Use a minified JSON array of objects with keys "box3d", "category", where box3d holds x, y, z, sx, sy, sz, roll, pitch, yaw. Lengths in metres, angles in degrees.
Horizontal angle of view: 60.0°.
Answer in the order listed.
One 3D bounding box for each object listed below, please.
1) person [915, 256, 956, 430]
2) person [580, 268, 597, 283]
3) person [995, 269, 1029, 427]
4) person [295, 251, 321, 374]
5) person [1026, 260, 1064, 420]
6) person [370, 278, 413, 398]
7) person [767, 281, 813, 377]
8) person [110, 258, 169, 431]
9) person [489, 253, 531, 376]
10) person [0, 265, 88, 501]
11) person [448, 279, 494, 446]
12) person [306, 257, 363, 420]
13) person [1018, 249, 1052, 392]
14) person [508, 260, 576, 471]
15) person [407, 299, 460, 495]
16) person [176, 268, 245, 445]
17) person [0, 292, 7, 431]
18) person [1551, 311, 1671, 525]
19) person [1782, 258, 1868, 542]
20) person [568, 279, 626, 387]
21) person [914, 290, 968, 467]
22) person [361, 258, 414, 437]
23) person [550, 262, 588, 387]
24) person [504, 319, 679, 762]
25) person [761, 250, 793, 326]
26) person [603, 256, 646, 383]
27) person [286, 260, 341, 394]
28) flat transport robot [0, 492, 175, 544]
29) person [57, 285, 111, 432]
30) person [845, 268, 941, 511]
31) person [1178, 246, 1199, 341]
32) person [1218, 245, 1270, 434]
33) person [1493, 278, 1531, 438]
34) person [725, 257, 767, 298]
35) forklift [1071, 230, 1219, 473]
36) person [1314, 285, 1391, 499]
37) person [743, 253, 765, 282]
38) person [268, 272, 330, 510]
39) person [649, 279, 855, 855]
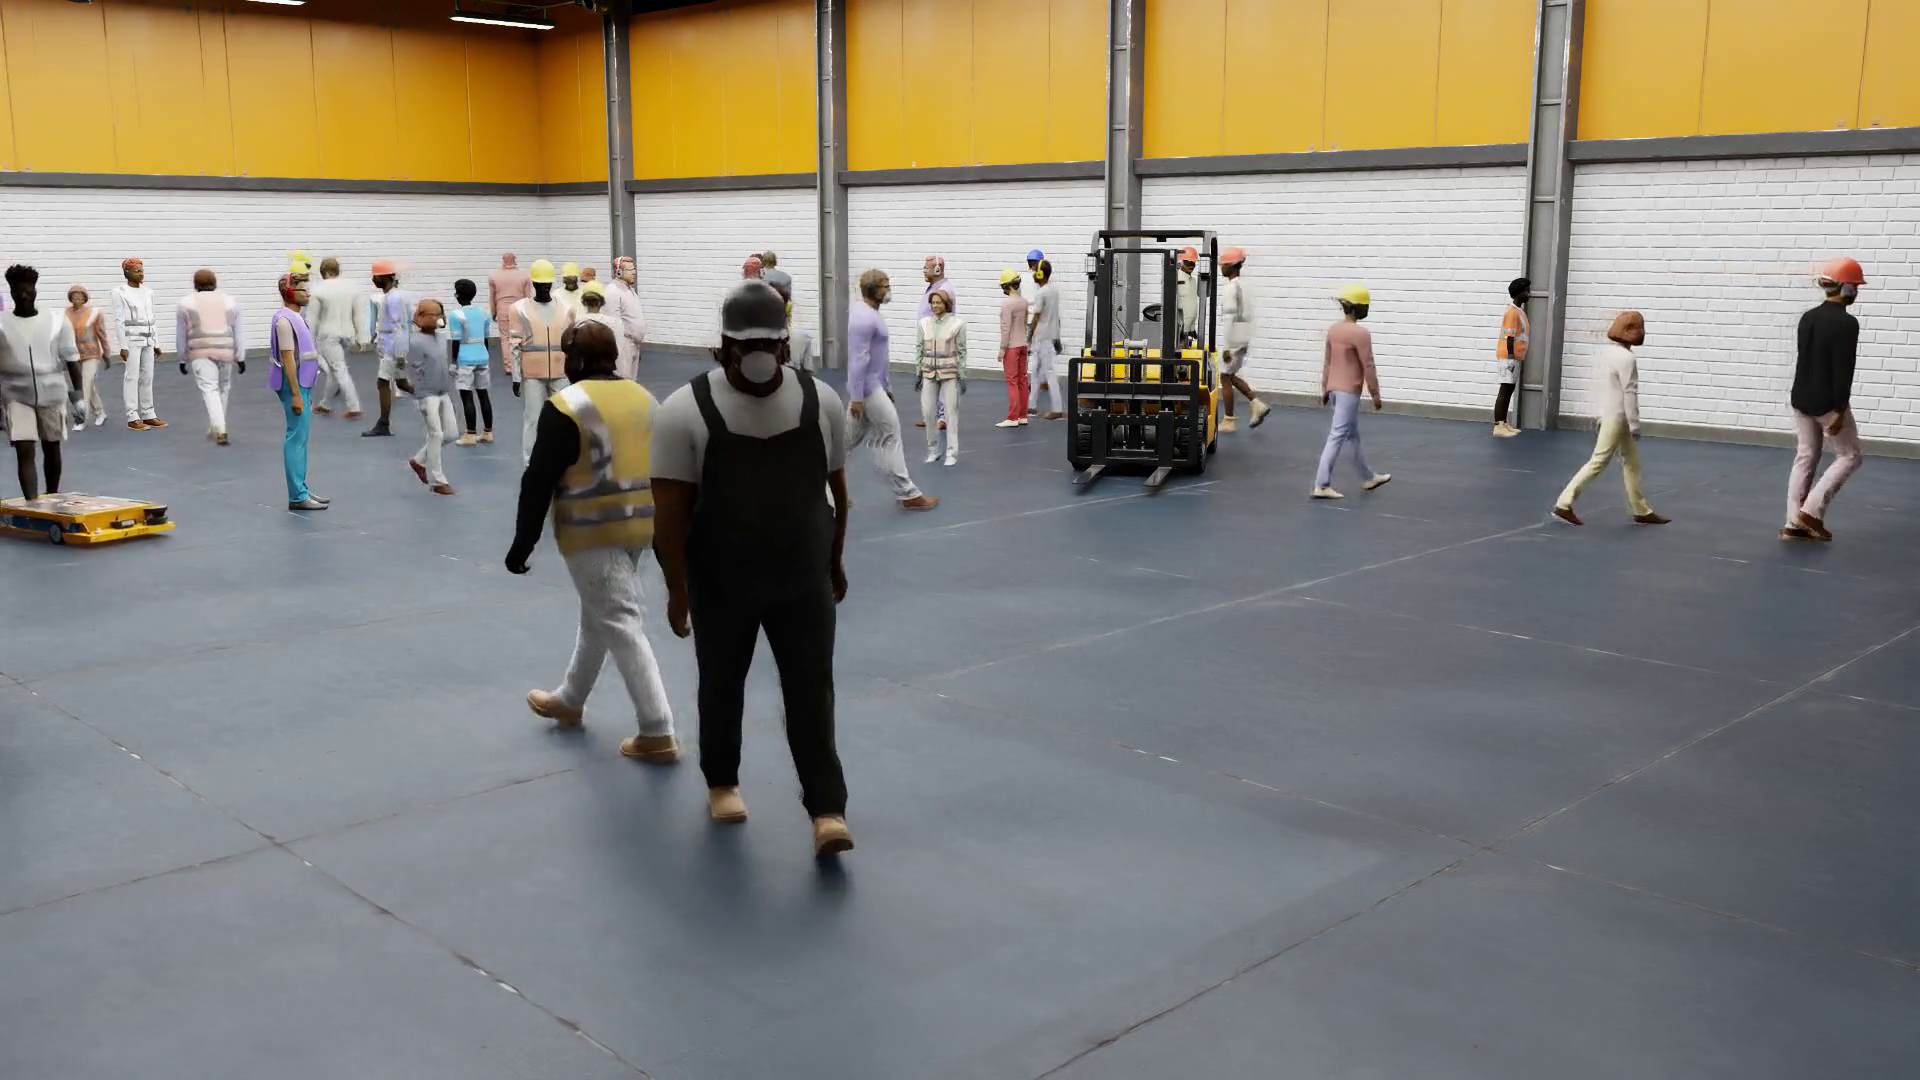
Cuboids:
[{"box3d":[-0.275,-2.169,18.336,0.401,1.910,0.640,-3,11,-17],"category":"person"},{"box3d":[-5.732,-3.394,25.761,0.270,1.631,0.508,-3,11,-16],"category":"person"},{"box3d":[0.576,-2.132,18.543,0.327,1.760,0.523,6,12,30],"category":"person"},{"box3d":[-10.109,-3.474,25.505,0.592,1.882,0.513,8,13,38],"category":"person"},{"box3d":[0.876,-2.318,19.316,0.796,1.841,0.563,5,11,24],"category":"person"},{"box3d":[-7.461,-2.672,21.854,0.539,1.619,0.405,-3,11,-16],"category":"person"},{"box3d":[-1.162,-0.748,10.771,0.560,1.845,0.617,-4,11,-23],"category":"person"},{"box3d":[-9.027,-2.147,18.287,0.355,1.882,0.576,3,11,14],"category":"person"},{"box3d":[-6.908,-3.480,25.628,0.637,1.857,0.929,-2,11,-12],"category":"person"},{"box3d":[-6.746,-1.036,12.130,0.658,1.911,0.999,-7,12,-32],"category":"person"},{"box3d":[-4.979,-1.799,16.895,0.317,1.695,0.540,5,12,27],"category":"person"},{"box3d":[-7.292,-2.337,19.326,1.009,1.885,0.647,7,12,32],"category":"person"},{"box3d":[1.012,-2.994,22.752,0.604,1.937,0.402,6,12,29],"category":"person"},{"box3d":[-3.556,-1.436,14.293,0.594,1.922,0.384,-6,12,-28],"category":"person"},{"box3d":[-4.370,-1.174,13.693,0.464,1.619,0.505,3,11,16],"category":"person"},{"box3d":[-7.689,-1.889,17.118,0.629,1.803,0.968,-8,13,-37],"category":"person"},{"box3d":[-10.501,-2.080,17.832,0.546,1.923,0.400,-8,13,-36],"category":"person"},{"box3d":[4.790,-0.884,12.199,0.857,1.591,0.517,2,11,11],"category":"person"},{"box3d":[5.988,-0.946,11.491,0.438,1.978,0.621,-2,11,-9],"category":"person"},{"box3d":[-3.234,-1.430,14.757,0.535,1.746,0.521,-2,11,-8],"category":"person"},{"box3d":[-0.153,-1.504,15.510,0.547,1.645,0.439,5,12,26],"category":"person"},{"box3d":[-5.940,-2.051,17.737,0.881,1.907,0.564,-3,11,-18],"category":"person"},{"box3d":[-4.770,-2.528,20.550,0.602,1.810,0.654,-2,11,-13],"category":"person"},{"box3d":[-1.502,-0.004,6.875,0.955,1.793,0.628,5,12,27],"category":"person"},{"box3d":[-2.751,-3.251,24.209,0.633,1.921,0.689,-2,11,-13],"category":"person"},{"box3d":[-3.515,-2.024,17.550,0.410,1.908,0.643,1,10,5],"category":"person"},{"box3d":[-8.537,-2.756,21.802,0.751,1.810,0.596,5,12,25],"category":"person"},{"box3d":[-6.373,-0.172,11.907,1.431,0.197,0.652,6,12,29],"category":"flat transport robot"},{"box3d":[-9.683,-2.023,18.416,0.514,1.593,0.864,0,10,-1],"category":"person"},{"box3d":[-0.691,-1.156,12.883,1.014,1.889,0.648,0,10,1],"category":"person"},{"box3d":[2.797,-2.652,20.736,0.391,1.990,0.619,7,12,33],"category":"person"},{"box3d":[2.981,-2.137,17.840,0.562,2.026,0.634,7,12,33],"category":"person"},{"box3d":[5.862,-1.934,17.656,0.321,1.690,0.533,5,12,26],"category":"person"},{"box3d":[-2.117,-1.963,17.225,0.642,1.905,0.399,-3,11,-18],"category":"person"},{"box3d":[1.804,-1.825,15.677,1.214,2.155,2.313,2,11,13],"category":"forklift"},{"box3d":[3.245,-1.202,13.553,0.892,1.726,0.537,-4,11,-19],"category":"person"},{"box3d":[-3.259,-3.672,26.710,0.429,1.842,0.632,1,10,4],"category":"person"},{"box3d":[-5.188,-1.159,12.992,0.390,1.847,0.563,-3,11,-15],"category":"person"},{"box3d":[-0.695,0.073,5.748,0.719,2.000,1.009,-3,11,-18],"category":"person"}]
